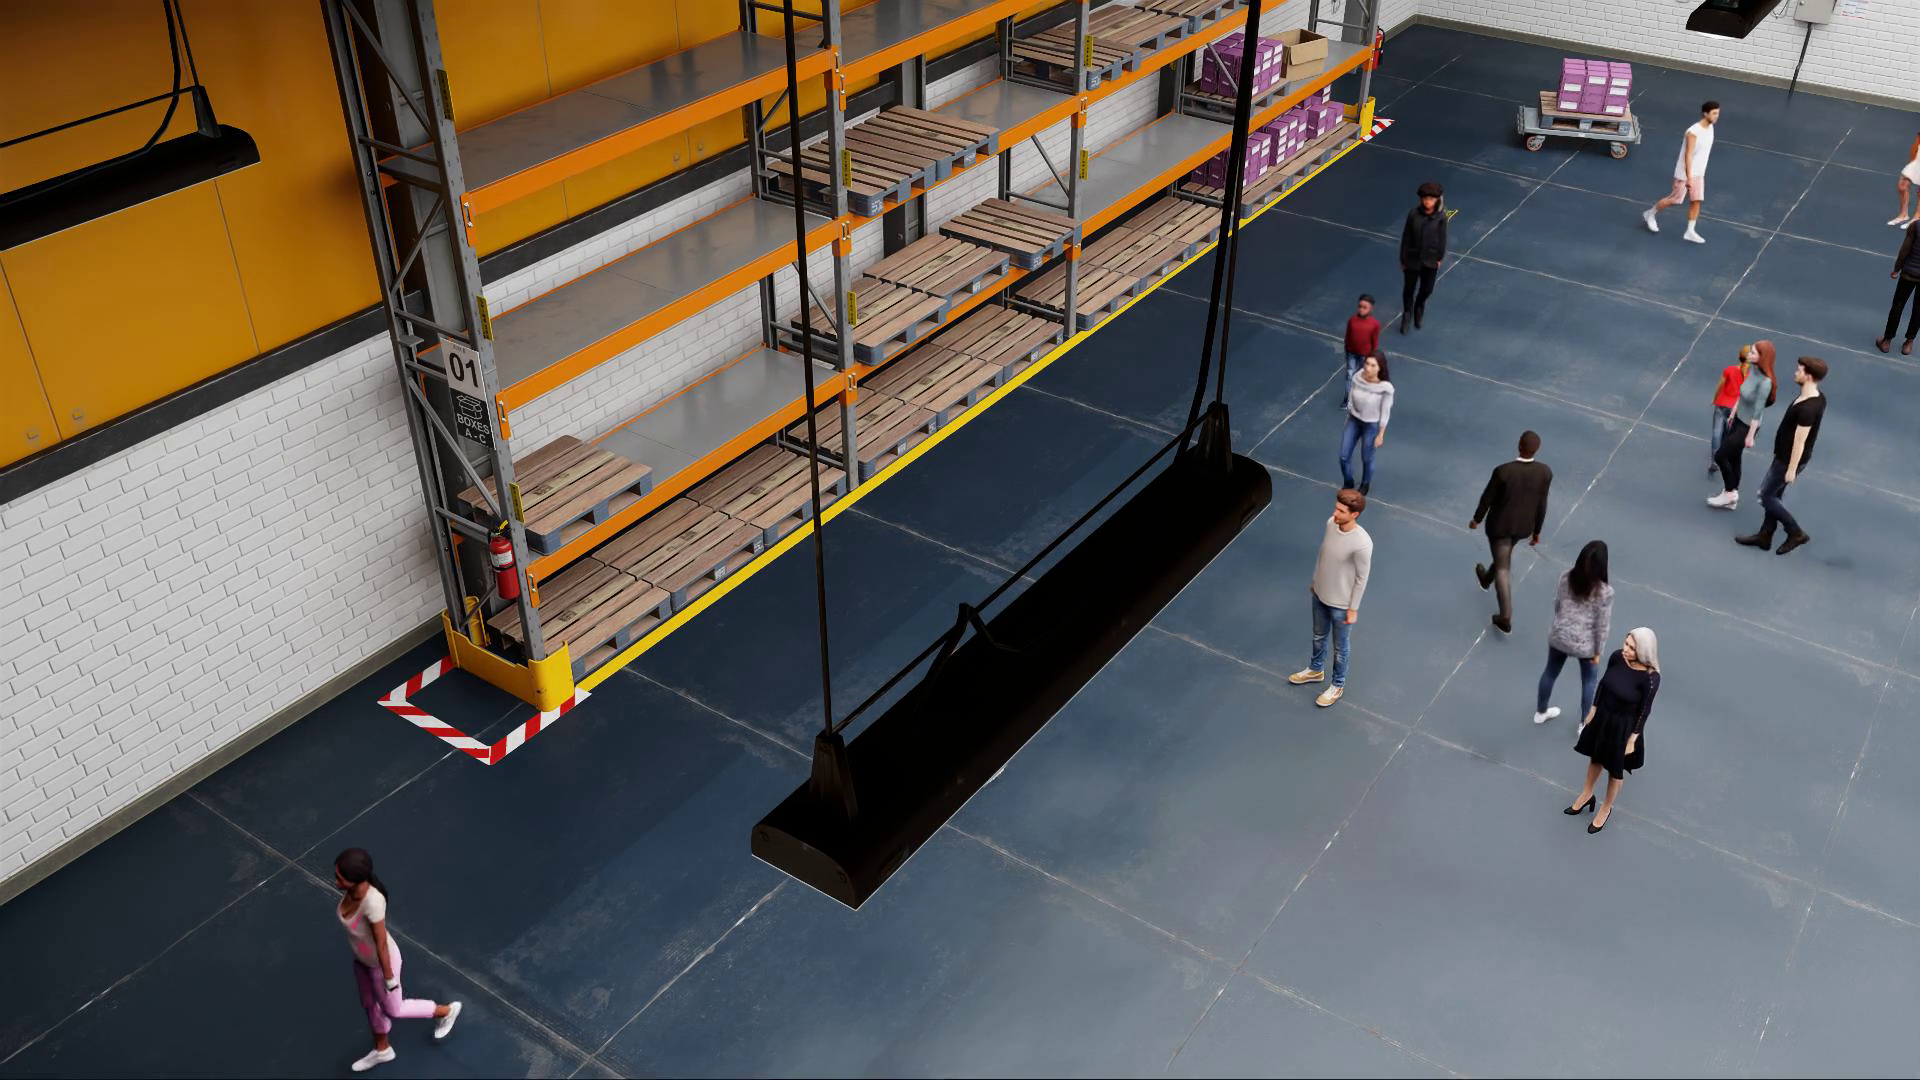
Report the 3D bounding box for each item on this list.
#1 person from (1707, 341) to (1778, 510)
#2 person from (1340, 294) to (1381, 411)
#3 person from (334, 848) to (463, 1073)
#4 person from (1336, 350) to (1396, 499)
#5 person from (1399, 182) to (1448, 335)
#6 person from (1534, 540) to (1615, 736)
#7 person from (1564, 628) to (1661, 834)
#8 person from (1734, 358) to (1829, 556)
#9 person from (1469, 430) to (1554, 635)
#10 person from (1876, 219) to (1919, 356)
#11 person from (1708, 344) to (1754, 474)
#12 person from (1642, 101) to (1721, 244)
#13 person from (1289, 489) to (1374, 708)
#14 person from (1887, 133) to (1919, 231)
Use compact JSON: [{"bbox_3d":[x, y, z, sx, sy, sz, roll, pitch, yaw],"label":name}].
[{"bbox_3d":[7.319,-1.021,15.339,0.763,1.727,0.668,6,34,9],"label":"person"},{"bbox_3d":[4.154,-1.972,17.204,0.550,1.247,0.689,16,37,23],"label":"person"},{"bbox_3d":[-3.434,2.500,10.041,1.027,1.729,0.798,-22,39,-29],"label":"person"},{"bbox_3d":[3.833,-1.088,15.543,0.663,1.613,0.657,28,43,35],"label":"person"},{"bbox_3d":[5.143,-3.173,18.545,0.731,1.764,0.748,8,34,11],"label":"person"},{"bbox_3d":[4.622,0.751,12.674,0.666,1.726,0.678,-28,43,-35],"label":"person"},{"bbox_3d":[4.636,1.336,11.777,0.711,1.746,0.696,-16,37,-23],"label":"person"},{"bbox_3d":[7.436,-0.698,14.721,0.800,1.875,0.788,14,36,21],"label":"person"},{"bbox_3d":[4.602,-0.037,13.839,1.155,1.749,1.253,-3,34,-5],"label":"person"},{"bbox_3d":[10.425,-2.899,18.067,0.765,1.836,0.689,9,35,14],"label":"person"},{"bbox_3d":[7.443,-1.255,16.090,0.663,1.286,0.966,9,35,13],"label":"person"},{"bbox_3d":[9.013,-4.612,20.707,1.129,1.765,0.984,-19,38,-26],"label":"person"},{"bbox_3d":[2.947,0.424,13.006,0.733,1.904,0.754,-17,37,-24],"label":"person"},{"bbox_3d":[12.227,-4.733,20.946,0.822,1.704,0.767,-7,34,-11],"label":"person"}]
